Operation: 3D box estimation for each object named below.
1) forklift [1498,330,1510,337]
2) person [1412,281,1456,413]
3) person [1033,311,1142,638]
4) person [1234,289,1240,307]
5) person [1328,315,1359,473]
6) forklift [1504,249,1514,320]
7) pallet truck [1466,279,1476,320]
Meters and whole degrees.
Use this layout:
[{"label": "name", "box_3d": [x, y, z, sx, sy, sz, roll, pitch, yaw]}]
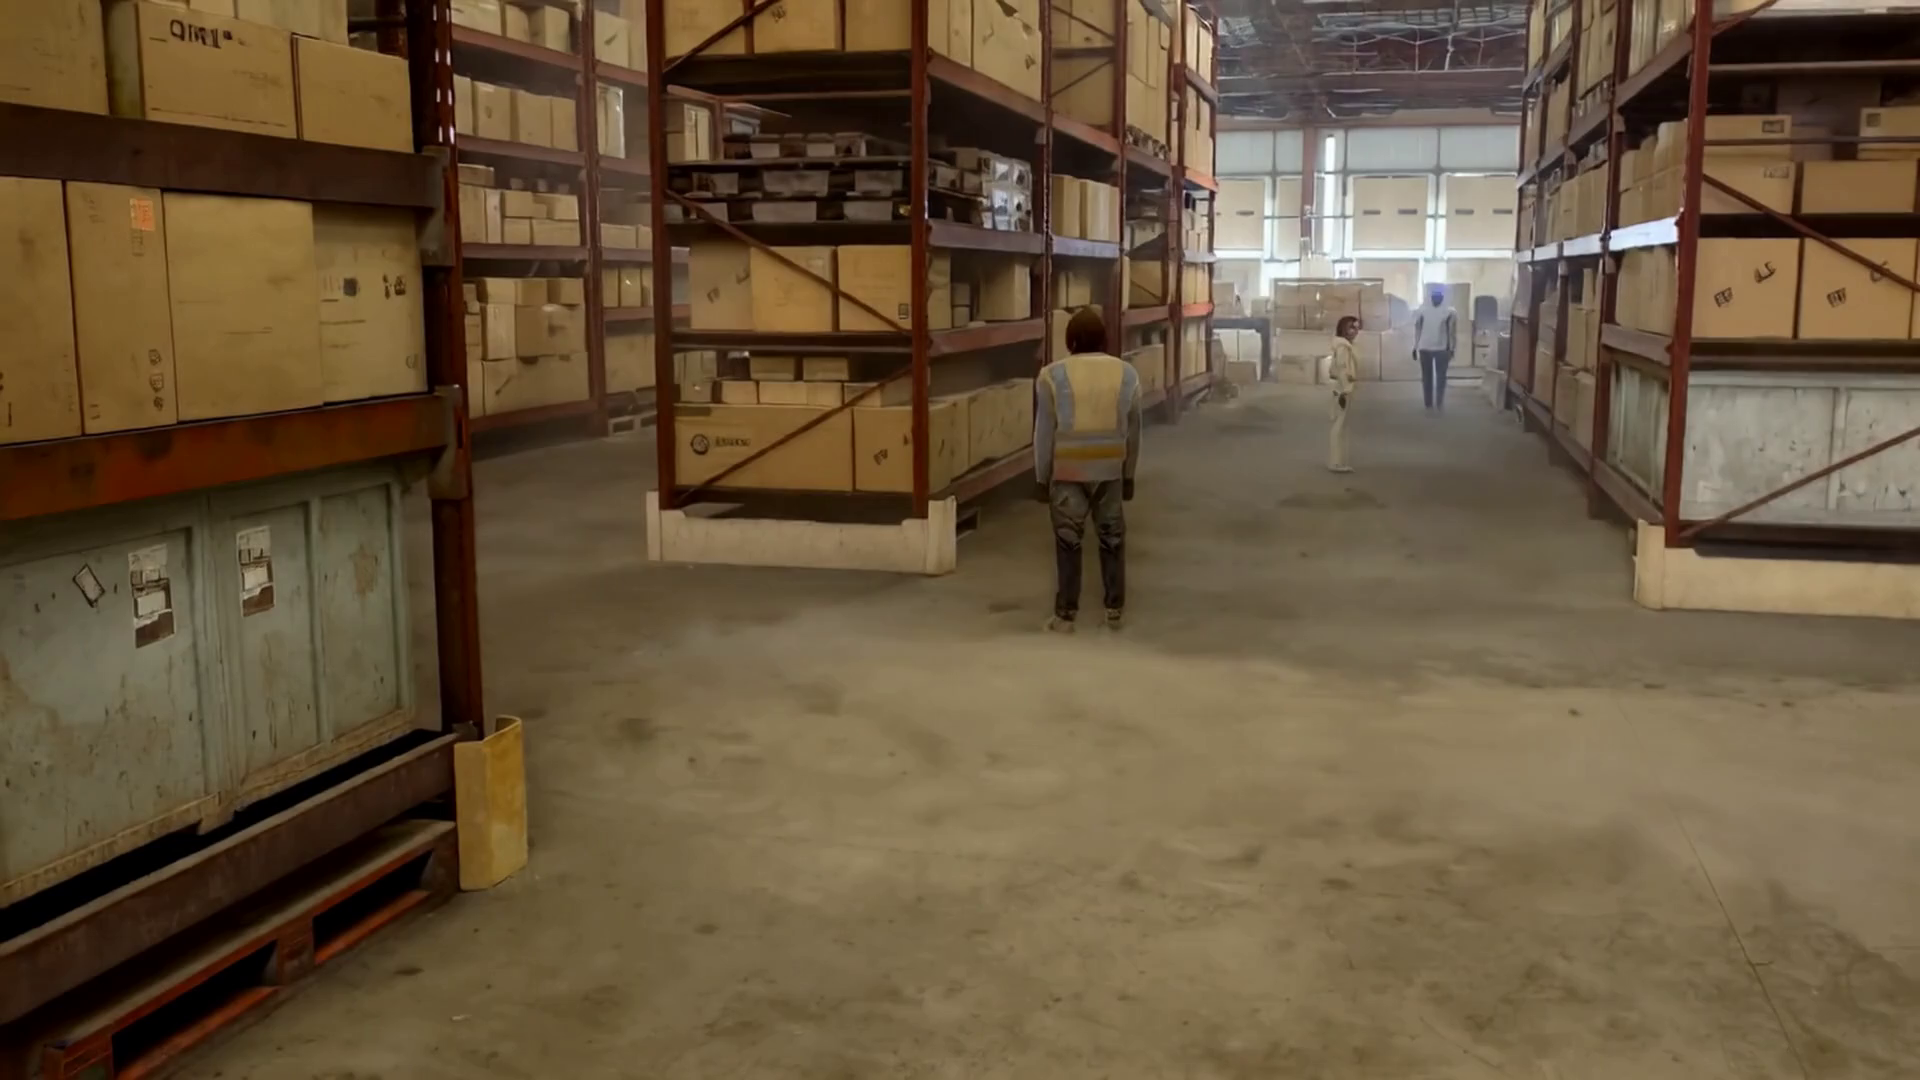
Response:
[{"label": "forklift", "box_3d": [10.330, -3.936, 28.776, 1.873, 2.768, 1.129, 2, 9, 15]}, {"label": "person", "box_3d": [7.116, -2.890, 24.999, 0.630, 1.965, 0.779, 3, 9, 16]}, {"label": "person", "box_3d": [0.708, -0.368, 9.410, 0.633, 1.839, 0.429, -2, 9, -15]}, {"label": "person", "box_3d": [9.466, -7.781, 57.146, 0.309, 1.636, 0.526, 4, 10, 23]}, {"label": "person", "box_3d": [4.013, -1.530, 17.431, 0.310, 1.636, 0.523, 2, 9, 15]}, {"label": "forklift", "box_3d": [15.538, -6.564, 45.477, 1.129, 2.768, 1.873, 2, 9, 11]}, {"label": "pallet truck", "box_3d": [18.896, -8.459, 60.307, 1.885, 1.965, 0.823, 5, 10, 31]}]
